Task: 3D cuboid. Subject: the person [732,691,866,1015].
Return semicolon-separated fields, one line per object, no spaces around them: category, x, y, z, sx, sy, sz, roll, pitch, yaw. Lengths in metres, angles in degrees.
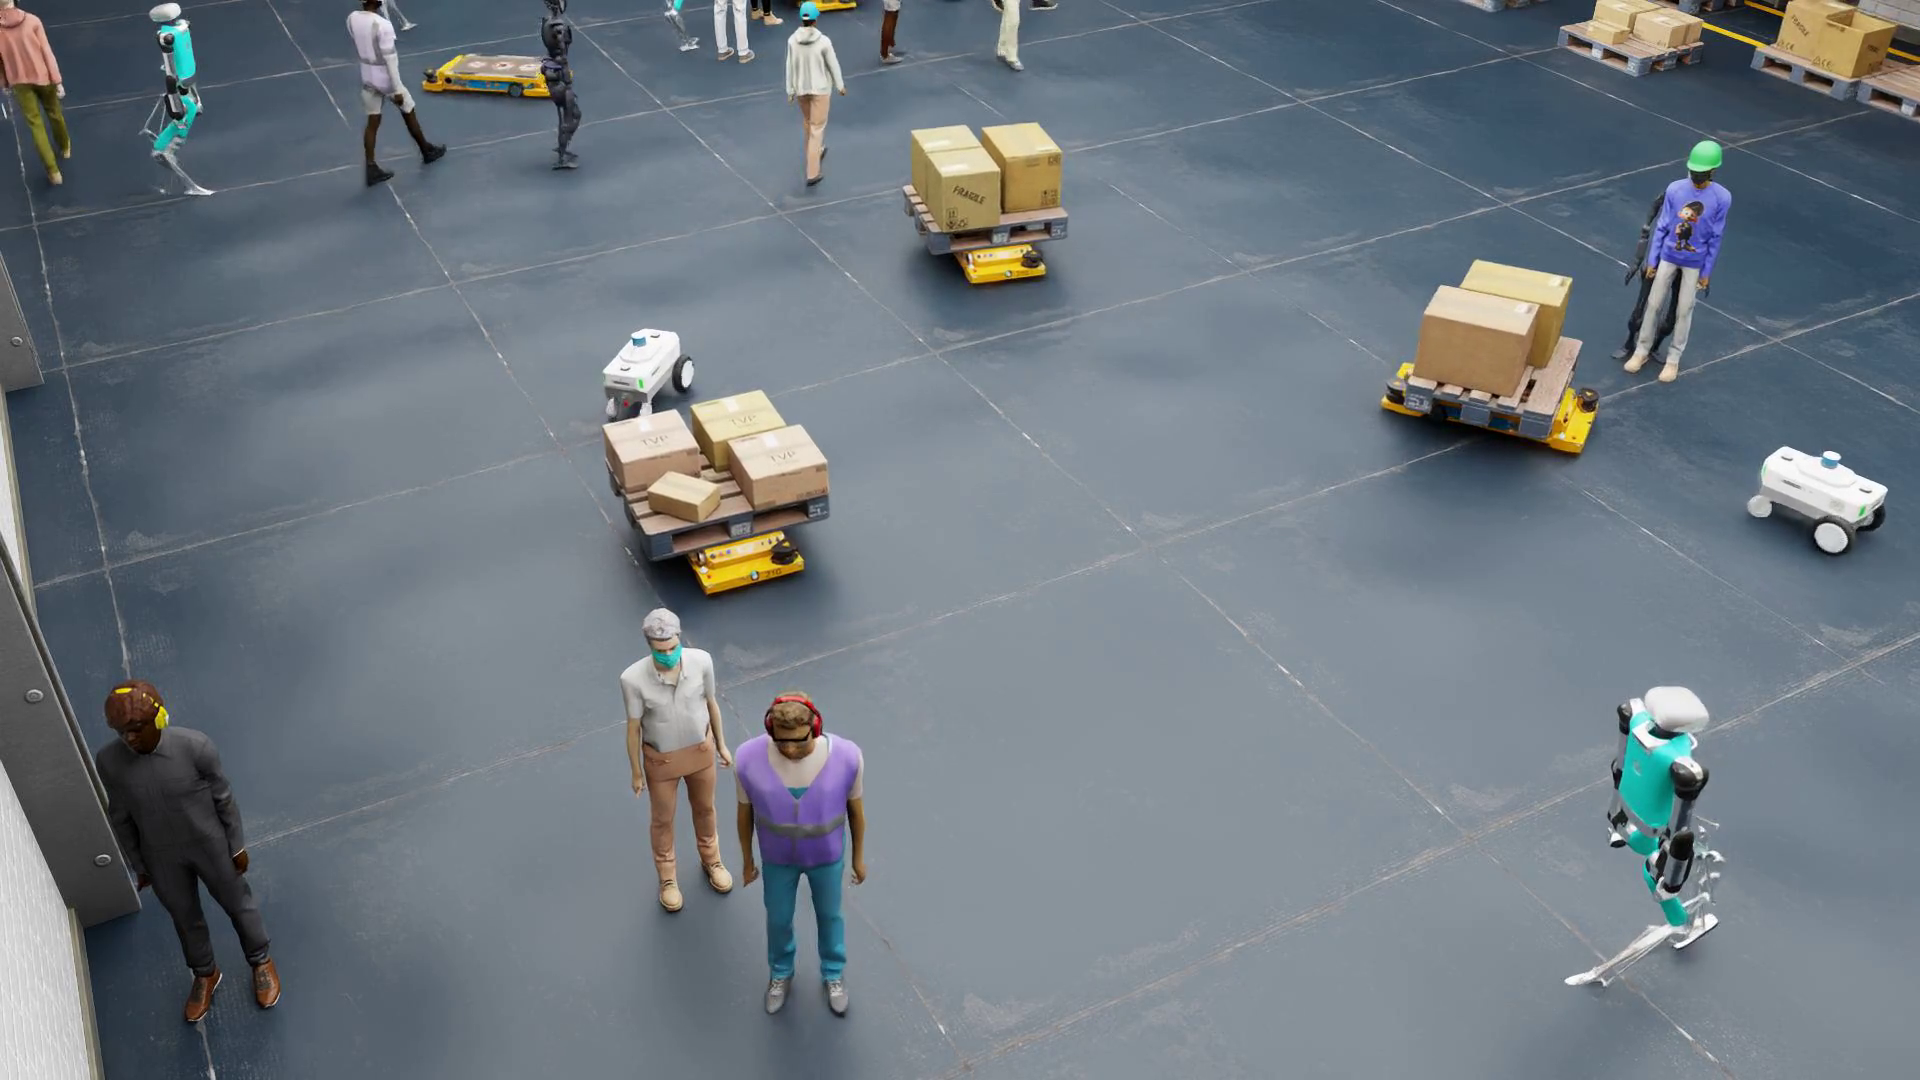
person;-0.692;1.374;7.383;0.563;1.845;0.383;-2;35;-2

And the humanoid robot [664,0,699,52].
humanoid robot;-3.142;-6.258;18.373;0.542;1.780;0.746;24;41;30

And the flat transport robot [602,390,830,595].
flat transport robot;-1.583;-0.167;10.954;0.659;0.231;1.431;-15;38;-20

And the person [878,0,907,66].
person;-0.712;-6.140;18.043;0.638;1.917;0.591;-22;41;-28

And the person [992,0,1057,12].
person;0.746;-7.140;19.458;0.806;1.938;0.613;-3;35;-4

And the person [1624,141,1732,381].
person;5.315;-2.055;12.265;0.468;1.866;0.377;22;40;28

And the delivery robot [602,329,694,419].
delivery robot;-2.328;-1.254;12.272;0.499;0.613;0.807;9;36;13

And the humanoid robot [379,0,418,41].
humanoid robot;-6.526;-6.614;18.873;0.882;1.770;0.587;-17;38;-22

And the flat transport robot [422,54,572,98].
flat transport robot;-4.957;-4.978;17.824;1.431;0.231;0.659;5;35;7

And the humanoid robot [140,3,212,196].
humanoid robot;-7.223;-3.905;15.106;0.783;1.891;0.545;-1;35;-1

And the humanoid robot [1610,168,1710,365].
humanoid robot;5.335;-2.073;12.447;0.602;1.647;0.359;10;36;14

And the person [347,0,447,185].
person;-5.346;-4.318;15.474;0.559;1.883;0.979;17;39;23

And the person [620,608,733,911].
person;-1.342;1.033;7.952;0.497;1.745;0.307;-16;38;-22

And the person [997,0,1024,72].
person;0.636;-5.983;17.896;0.584;1.823;0.666;-28;44;-34

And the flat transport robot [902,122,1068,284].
flat transport robot;0.214;-2.646;14.493;0.659;0.231;1.431;-9;36;-13

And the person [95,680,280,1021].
person;-3.420;1.371;7.359;0.503;1.874;0.343;-8;36;-11

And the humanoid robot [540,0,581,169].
humanoid robot;-3.793;-4.347;15.698;0.405;1.640;0.610;-14;37;-19

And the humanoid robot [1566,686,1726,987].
humanoid robot;3.353;1.347;7.550;0.976;1.778;0.533;-8;36;-11

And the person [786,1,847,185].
person;-1.319;-4.207;15.520;0.489;1.647;0.833;13;37;17

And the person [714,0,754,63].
person;-2.511;-6.150;18.097;0.574;1.880;0.353;13;37;17

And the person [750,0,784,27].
person;-2.286;-6.812;19.202;0.317;1.691;0.533;-26;43;-32

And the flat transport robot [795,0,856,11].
flat transport robot;-1.788;-6.783;20.400;0.659;0.231;1.431;-11;37;-16

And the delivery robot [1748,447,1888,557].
delivery robot;5.639;-0.287;10.890;0.499;0.610;0.814;-27;43;-33

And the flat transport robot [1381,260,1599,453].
flat transport robot;3.879;-1.020;12.172;1.431;0.231;0.659;16;38;22

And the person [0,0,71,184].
person;-8.702;-4.304;15.549;0.532;1.776;1.005;-17;38;-23
